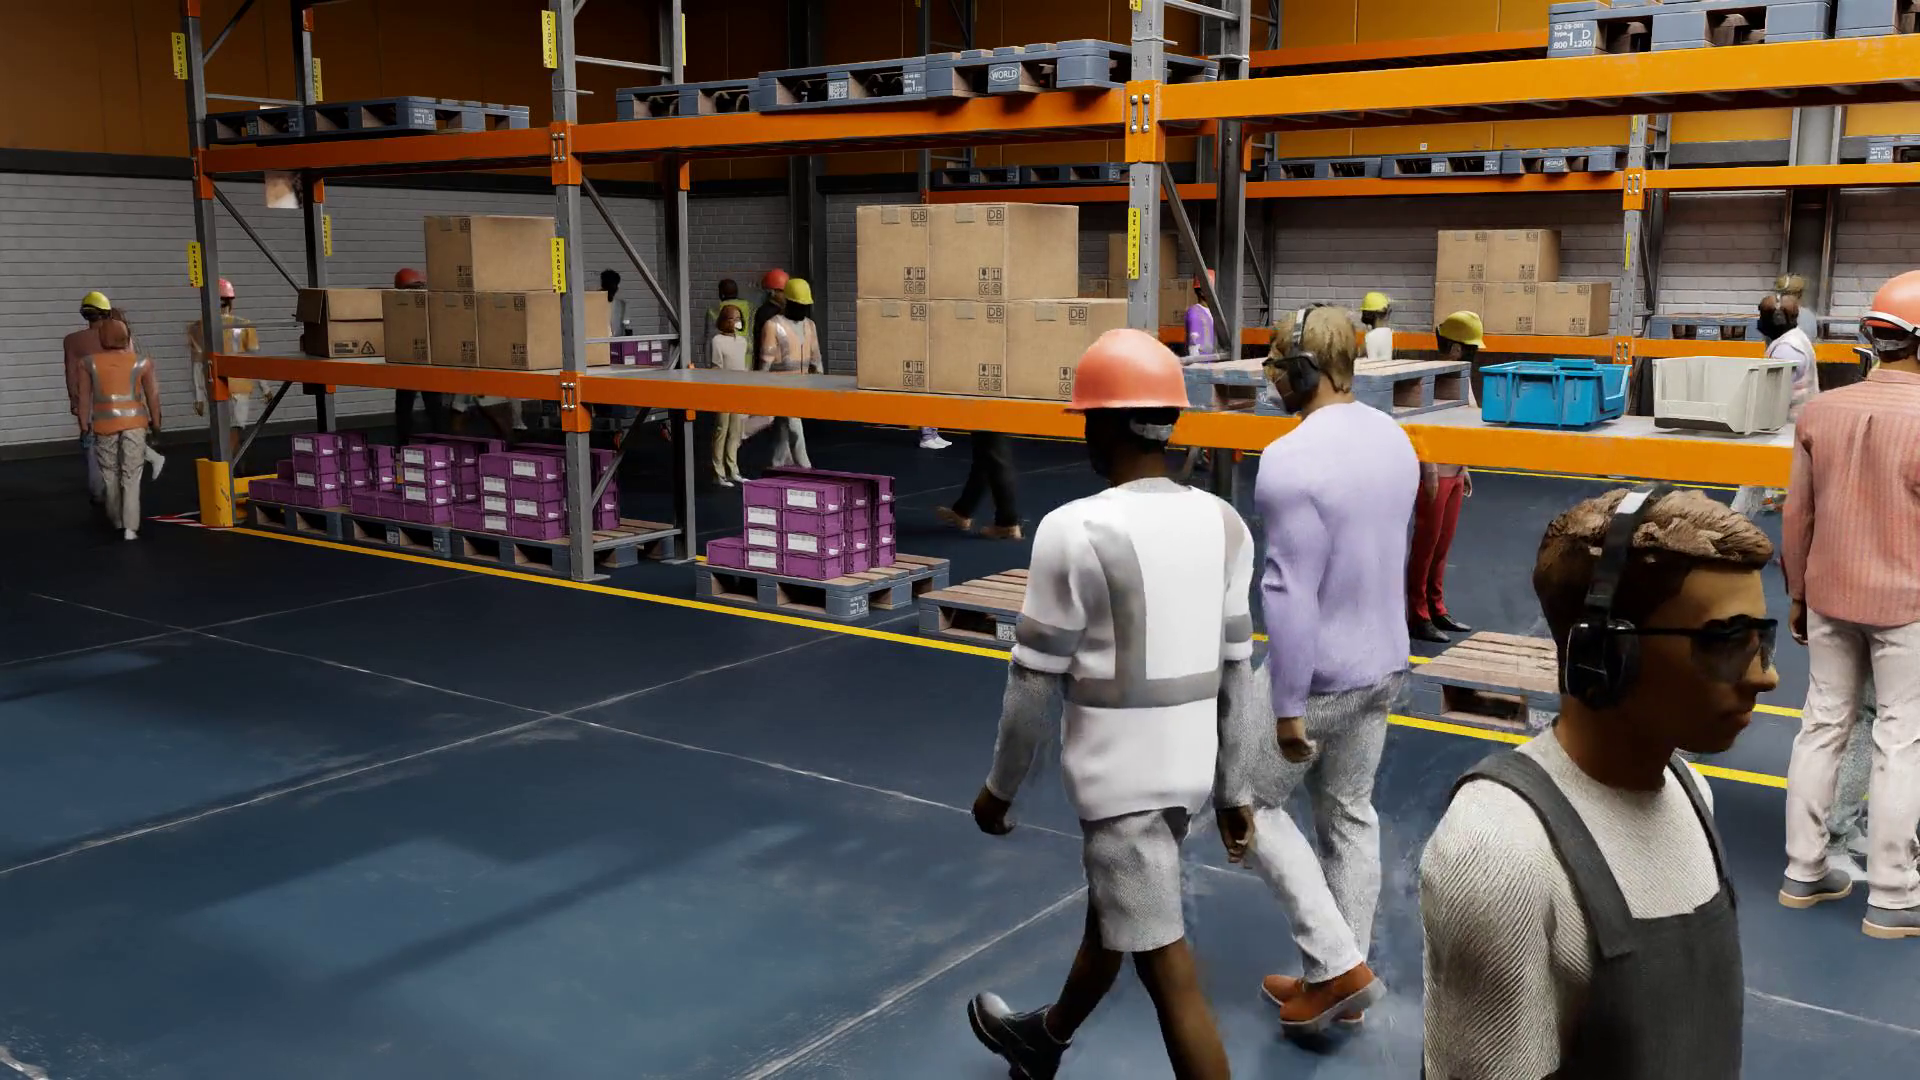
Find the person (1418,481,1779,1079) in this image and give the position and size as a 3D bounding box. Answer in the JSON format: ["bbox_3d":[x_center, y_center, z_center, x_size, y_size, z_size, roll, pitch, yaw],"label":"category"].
[{"bbox_3d":[0.641,0.819,1.889,0.517,1.807,0.955,-7,12,-37],"label":"person"}]

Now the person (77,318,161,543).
[{"bbox_3d":[-6.116,-0.807,12.142,0.530,1.594,0.844,-4,10,-20],"label":"person"}]

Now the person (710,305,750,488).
[{"bbox_3d":[-2.063,-1.296,14.966,0.280,1.632,0.501,5,11,27],"label":"person"}]

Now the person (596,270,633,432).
[{"bbox_3d":[-4.104,-2.182,19.414,0.604,1.907,0.970,-8,12,-38],"label":"person"}]

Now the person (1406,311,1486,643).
[{"bbox_3d":[2.614,-0.342,8.918,0.332,1.759,0.518,7,12,37],"label":"person"}]

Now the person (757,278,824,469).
[{"bbox_3d":[-1.375,-1.268,14.096,0.941,1.864,0.702,7,12,35],"label":"person"}]

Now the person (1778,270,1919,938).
[{"bbox_3d":[2.796,0.192,5.031,0.391,1.992,0.623,-5,11,-27],"label":"person"}]

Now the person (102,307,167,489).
[{"bbox_3d":[-7.424,-1.254,14.746,0.510,1.622,0.527,-7,12,-35],"label":"person"}]

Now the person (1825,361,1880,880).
[{"bbox_3d":[2.986,0.278,5.444,0.326,1.735,0.510,2,10,14],"label":"person"}]

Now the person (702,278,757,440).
[{"bbox_3d":[-2.530,-1.966,18.379,0.656,1.828,0.452,-6,11,-31],"label":"person"}]

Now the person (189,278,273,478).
[{"bbox_3d":[-6.255,-1.284,14.195,0.552,1.891,1.030,0,10,2],"label":"person"}]

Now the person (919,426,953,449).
[{"bbox_3d":[-0.279,-1.934,17.991,0.404,1.900,0.637,2,10,12],"label":"person"}]

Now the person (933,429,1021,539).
[{"bbox_3d":[0.113,-1.029,12.165,0.825,2.000,0.703,4,10,24],"label":"person"}]

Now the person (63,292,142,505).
[{"bbox_3d":[-7.143,-1.175,13.861,0.527,1.765,0.329,-4,10,-22],"label":"person"}]

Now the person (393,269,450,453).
[{"bbox_3d":[-5.150,-1.587,15.831,0.891,1.964,0.645,8,12,38],"label":"person"}]

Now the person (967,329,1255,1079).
[{"bbox_3d":[0.329,0.487,3.637,0.551,1.868,1.029,-8,13,-40],"label":"person"}]

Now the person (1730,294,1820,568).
[{"bbox_3d":[5.319,-0.712,10.992,0.902,1.797,0.639,4,10,23],"label":"person"}]

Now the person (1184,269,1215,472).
[{"bbox_3d":[2.354,-1.634,16.075,0.358,1.938,0.542,4,10,23],"label":"person"}]

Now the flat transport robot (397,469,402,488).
[{"bbox_3d":[-4.558,-0.489,14.211,1.431,0.197,0.652,-3,10,-18],"label":"flat transport robot"}]

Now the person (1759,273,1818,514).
[{"bbox_3d":[6.523,-1.155,13.252,0.626,1.919,0.664,-8,12,-38],"label":"person"}]

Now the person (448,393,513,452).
[{"bbox_3d":[-4.703,-1.569,15.949,0.981,1.864,0.685,-2,10,-13],"label":"person"}]

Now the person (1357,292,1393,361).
[{"bbox_3d":[3.730,-1.302,14.650,0.558,1.756,0.529,6,11,31],"label":"person"}]

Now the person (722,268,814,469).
[{"bbox_3d":[-1.860,-1.578,15.708,0.851,1.964,0.637,2,10,10],"label":"person"}]

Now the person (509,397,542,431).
[{"bbox_3d":[-5.167,-2.251,19.918,0.675,1.873,0.804,3,10,15],"label":"person"}]

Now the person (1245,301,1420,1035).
[{"bbox_3d":[0.936,0.350,4.315,0.623,1.918,0.435,-8,13,-41],"label":"person"}]

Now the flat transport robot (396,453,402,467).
[{"bbox_3d":[-5.138,-0.638,15.100,0.652,0.197,1.431,-3,10,-17],"label":"flat transport robot"}]
